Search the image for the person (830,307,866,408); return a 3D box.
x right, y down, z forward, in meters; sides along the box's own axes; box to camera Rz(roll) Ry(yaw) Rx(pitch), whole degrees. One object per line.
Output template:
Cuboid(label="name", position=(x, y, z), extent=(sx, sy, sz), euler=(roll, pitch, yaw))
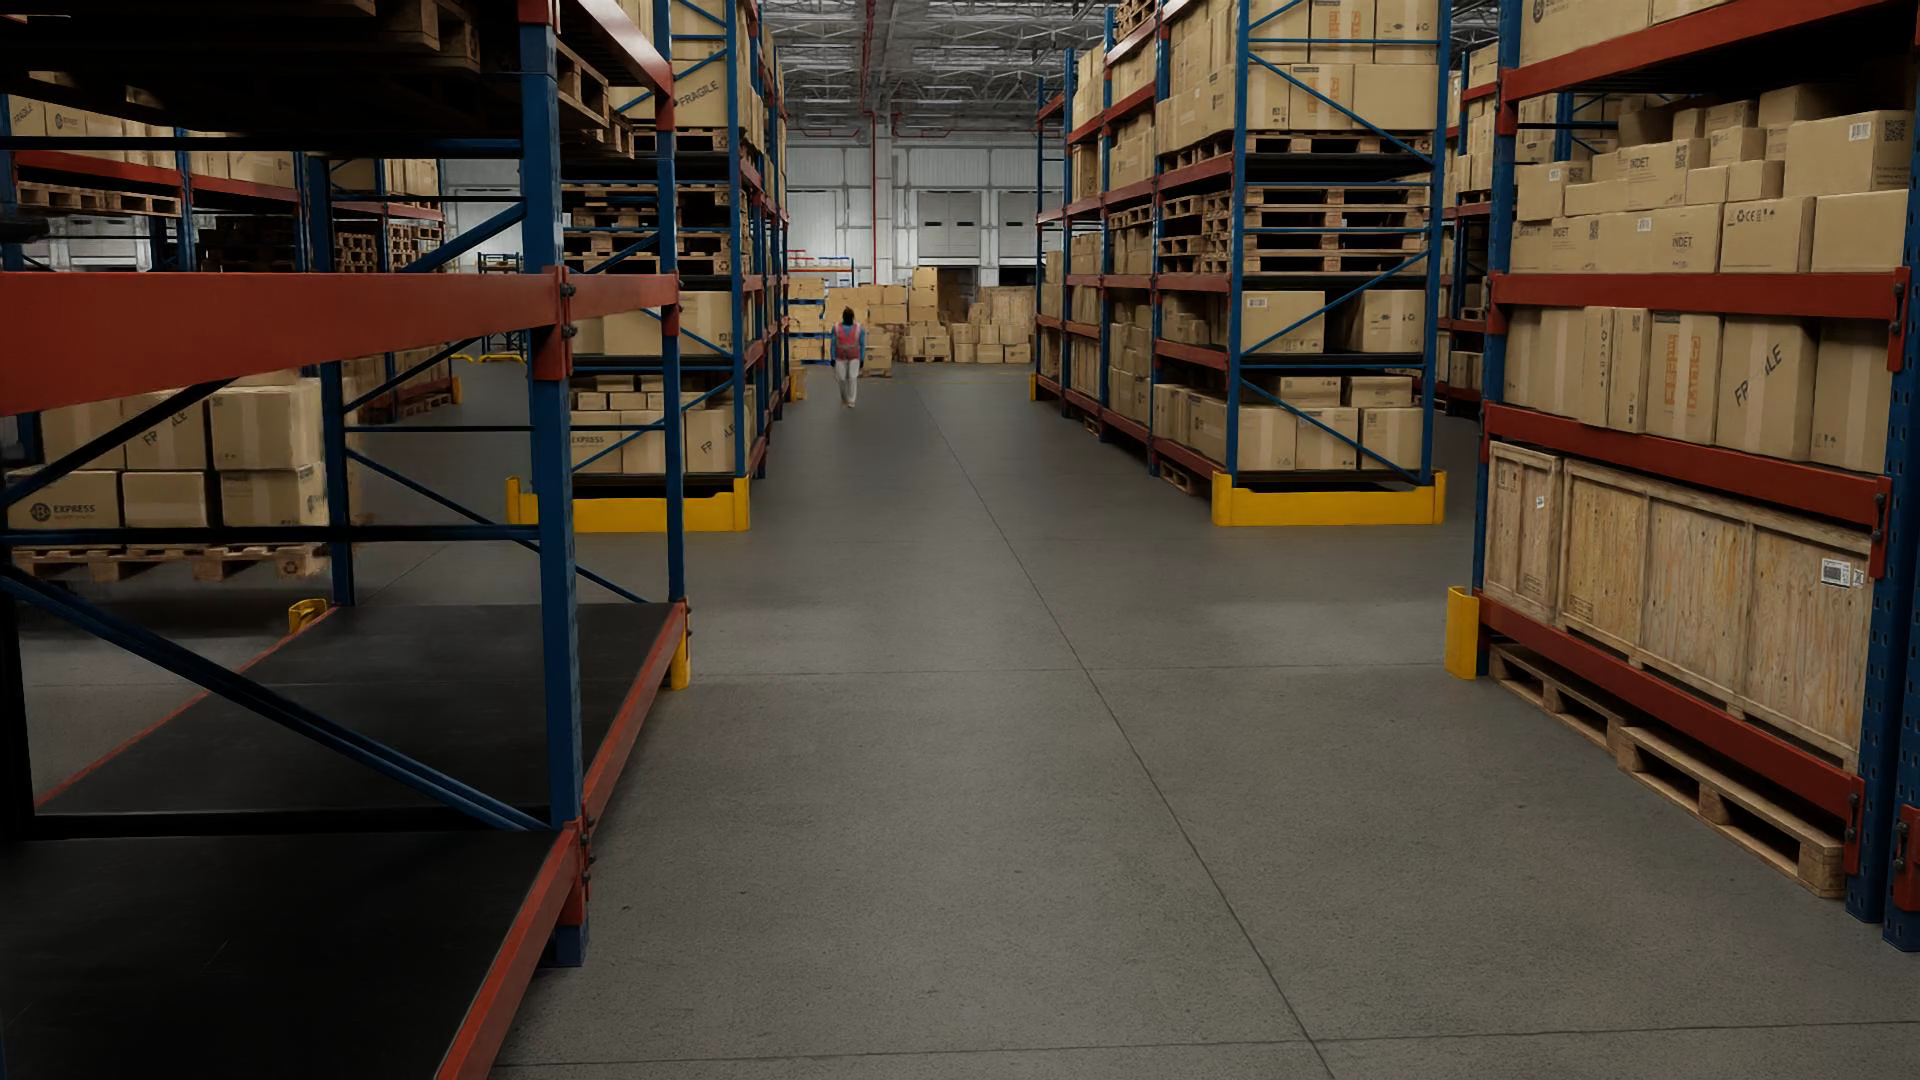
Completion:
Cuboid(label="person", position=(-2.024, -3.287, 30.056), extent=(0.657, 1.828, 0.455), euler=(0, 9, 1))

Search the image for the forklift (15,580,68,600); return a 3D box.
Cuboid(label="forklift", position=(-7.458, -0.843, 11.423), extent=(1.873, 2.768, 1.129), euler=(-1, 9, -5))
